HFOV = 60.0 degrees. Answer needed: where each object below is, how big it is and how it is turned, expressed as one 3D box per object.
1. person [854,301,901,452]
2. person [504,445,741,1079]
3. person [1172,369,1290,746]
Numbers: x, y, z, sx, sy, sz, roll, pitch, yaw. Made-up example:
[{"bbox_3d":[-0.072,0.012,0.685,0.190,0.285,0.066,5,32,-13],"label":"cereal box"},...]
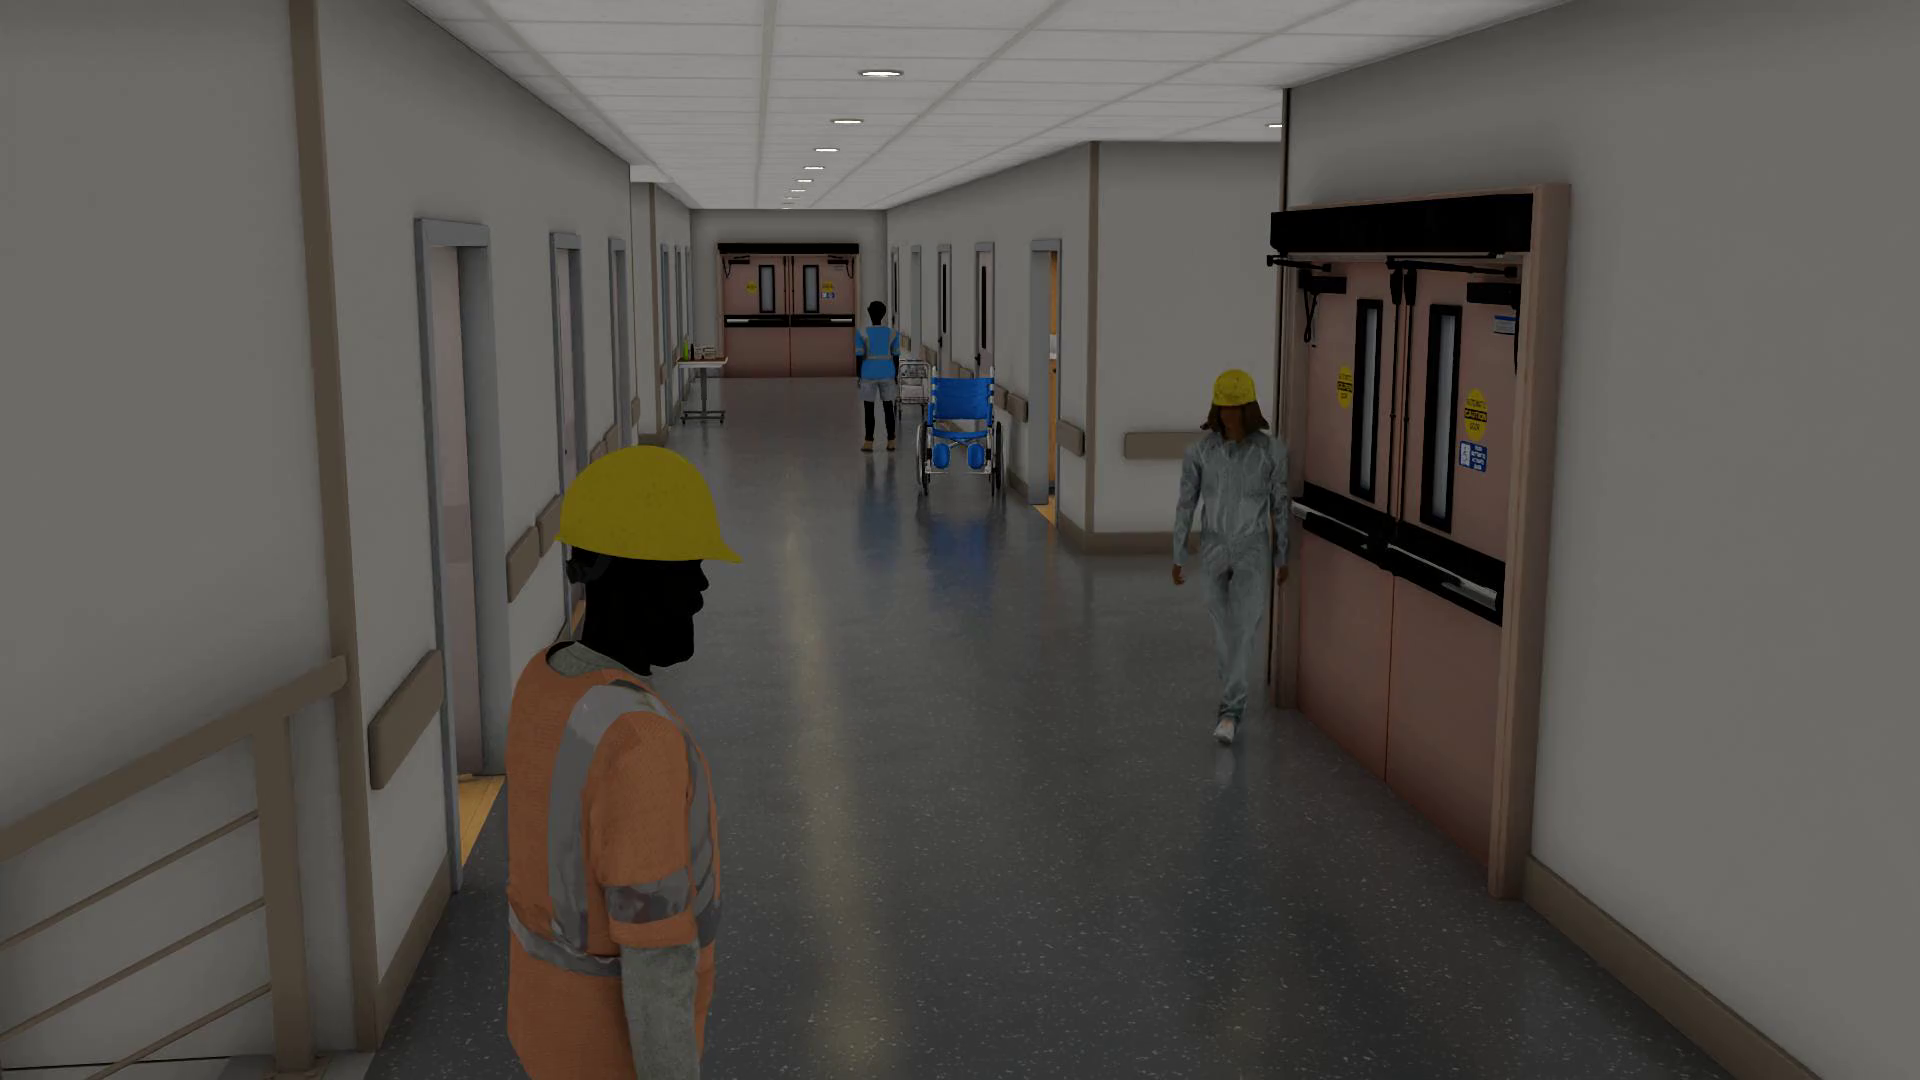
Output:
[{"bbox_3d":[-0.932,-1.837,18.731,0.542,1.695,0.316,-3,10,-18],"label":"person"},{"bbox_3d":[-0.529,0.803,2.721,0.397,1.918,0.586,-5,11,-26],"label":"person"},{"bbox_3d":[1.230,0.069,7.625,0.508,1.687,0.912,4,10,21],"label":"person"}]
